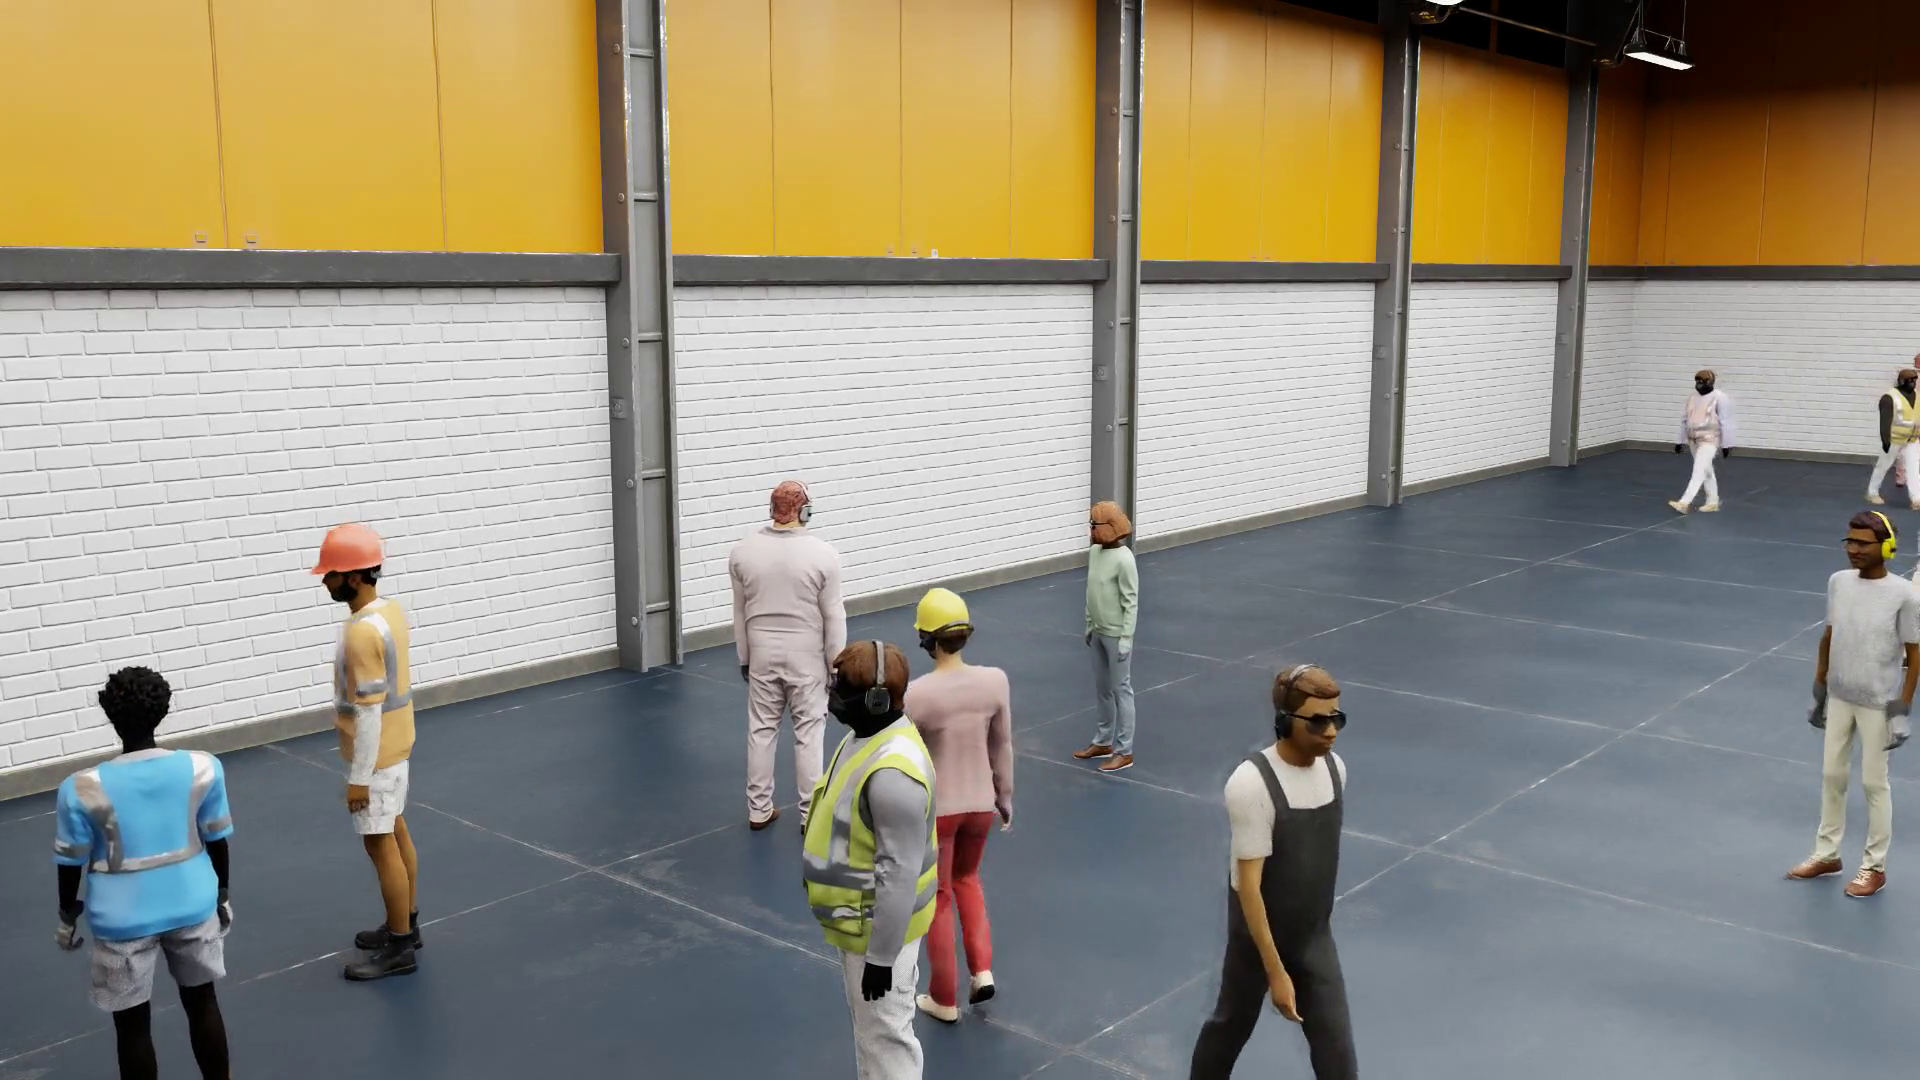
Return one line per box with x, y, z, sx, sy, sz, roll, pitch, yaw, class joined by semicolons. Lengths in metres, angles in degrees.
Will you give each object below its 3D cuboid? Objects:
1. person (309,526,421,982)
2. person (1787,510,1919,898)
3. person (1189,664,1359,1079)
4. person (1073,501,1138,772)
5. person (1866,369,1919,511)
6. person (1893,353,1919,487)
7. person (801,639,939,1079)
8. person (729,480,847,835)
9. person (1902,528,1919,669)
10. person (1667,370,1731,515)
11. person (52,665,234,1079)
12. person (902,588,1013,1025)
-2.526;0.897;7.089;0.393;1.928;0.561;-2;9;-9;person
4.331;0.779;8.009;0.311;1.868;0.531;-4;10;-26;person
1.037;1.263;5.237;0.506;1.790;1.008;-5;11;-31;person
0.897;0.573;10.036;0.285;1.631;0.501;-4;10;-23;person
12.034;-1.297;21.296;0.646;1.793;0.977;-2;9;-10;person
13.411;-1.673;23.291;0.652;1.904;0.402;8;12;42;person
-0.289;1.220;5.318;0.427;1.846;0.627;-2;9;-11;person
-0.896;0.625;8.886;0.636;1.900;0.403;2;9;15;person
7.223;0.209;12.357;0.661;1.603;0.544;-1;9;-6;person
9.197;-1.211;20.739;0.955;1.791;0.651;-3;10;-18;person
-2.716;1.255;5.583;0.542;1.693;0.358;-8;12;-42;person
-0.052;1.055;6.618;0.552;1.753;0.361;-5;10;-29;person
